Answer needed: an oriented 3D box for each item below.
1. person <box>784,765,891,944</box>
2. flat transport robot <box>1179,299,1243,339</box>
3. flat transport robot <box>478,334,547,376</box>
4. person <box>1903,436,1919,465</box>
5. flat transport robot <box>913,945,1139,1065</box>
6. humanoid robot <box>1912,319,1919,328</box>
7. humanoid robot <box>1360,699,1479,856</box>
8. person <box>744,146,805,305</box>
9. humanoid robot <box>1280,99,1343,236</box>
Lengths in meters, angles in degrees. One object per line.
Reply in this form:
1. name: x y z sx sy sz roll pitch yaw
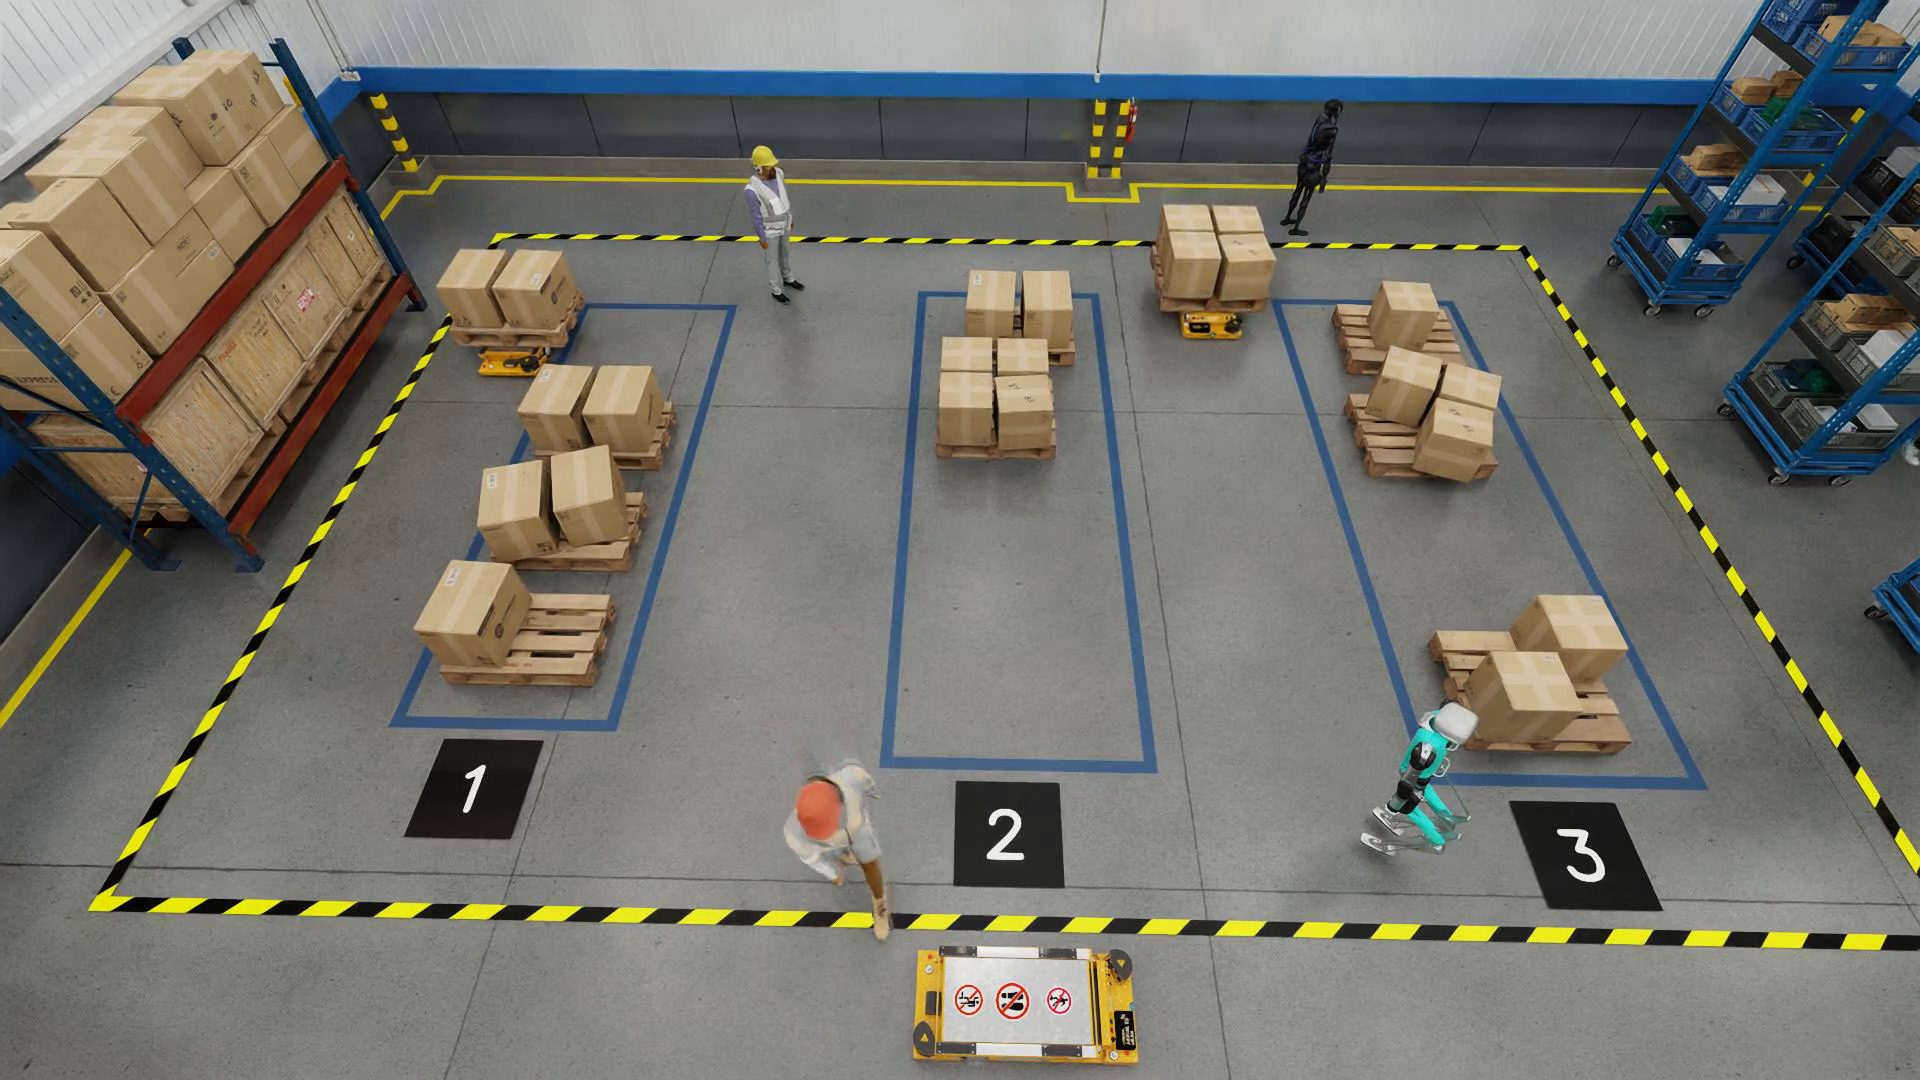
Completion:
1. person: -0.726 1.911 5.831 0.678 1.970 0.883 -28 56 -21
2. flat transport robot: 2.889 -2.908 10.839 0.652 0.197 1.431 1 51 1
3. flat transport robot: -4.926 -2.404 10.427 0.652 0.197 1.431 1 51 1
4. person: 9.571 -1.161 8.421 0.518 1.840 0.885 -2 51 -2
5. flat transport robot: 0.422 3.041 6.007 1.431 0.231 0.659 1 51 1
6. humanoid robot: 10.506 -2.564 9.657 0.315 1.657 0.599 21 54 16
7. humanoid robot: 3.166 1.699 6.070 0.735 1.671 0.533 34 58 25
8. person: -2.092 -3.561 10.376 0.404 1.837 0.589 23 54 17
9. humanoid robot: 4.365 -4.615 11.329 0.315 1.657 0.599 -7 51 -6
